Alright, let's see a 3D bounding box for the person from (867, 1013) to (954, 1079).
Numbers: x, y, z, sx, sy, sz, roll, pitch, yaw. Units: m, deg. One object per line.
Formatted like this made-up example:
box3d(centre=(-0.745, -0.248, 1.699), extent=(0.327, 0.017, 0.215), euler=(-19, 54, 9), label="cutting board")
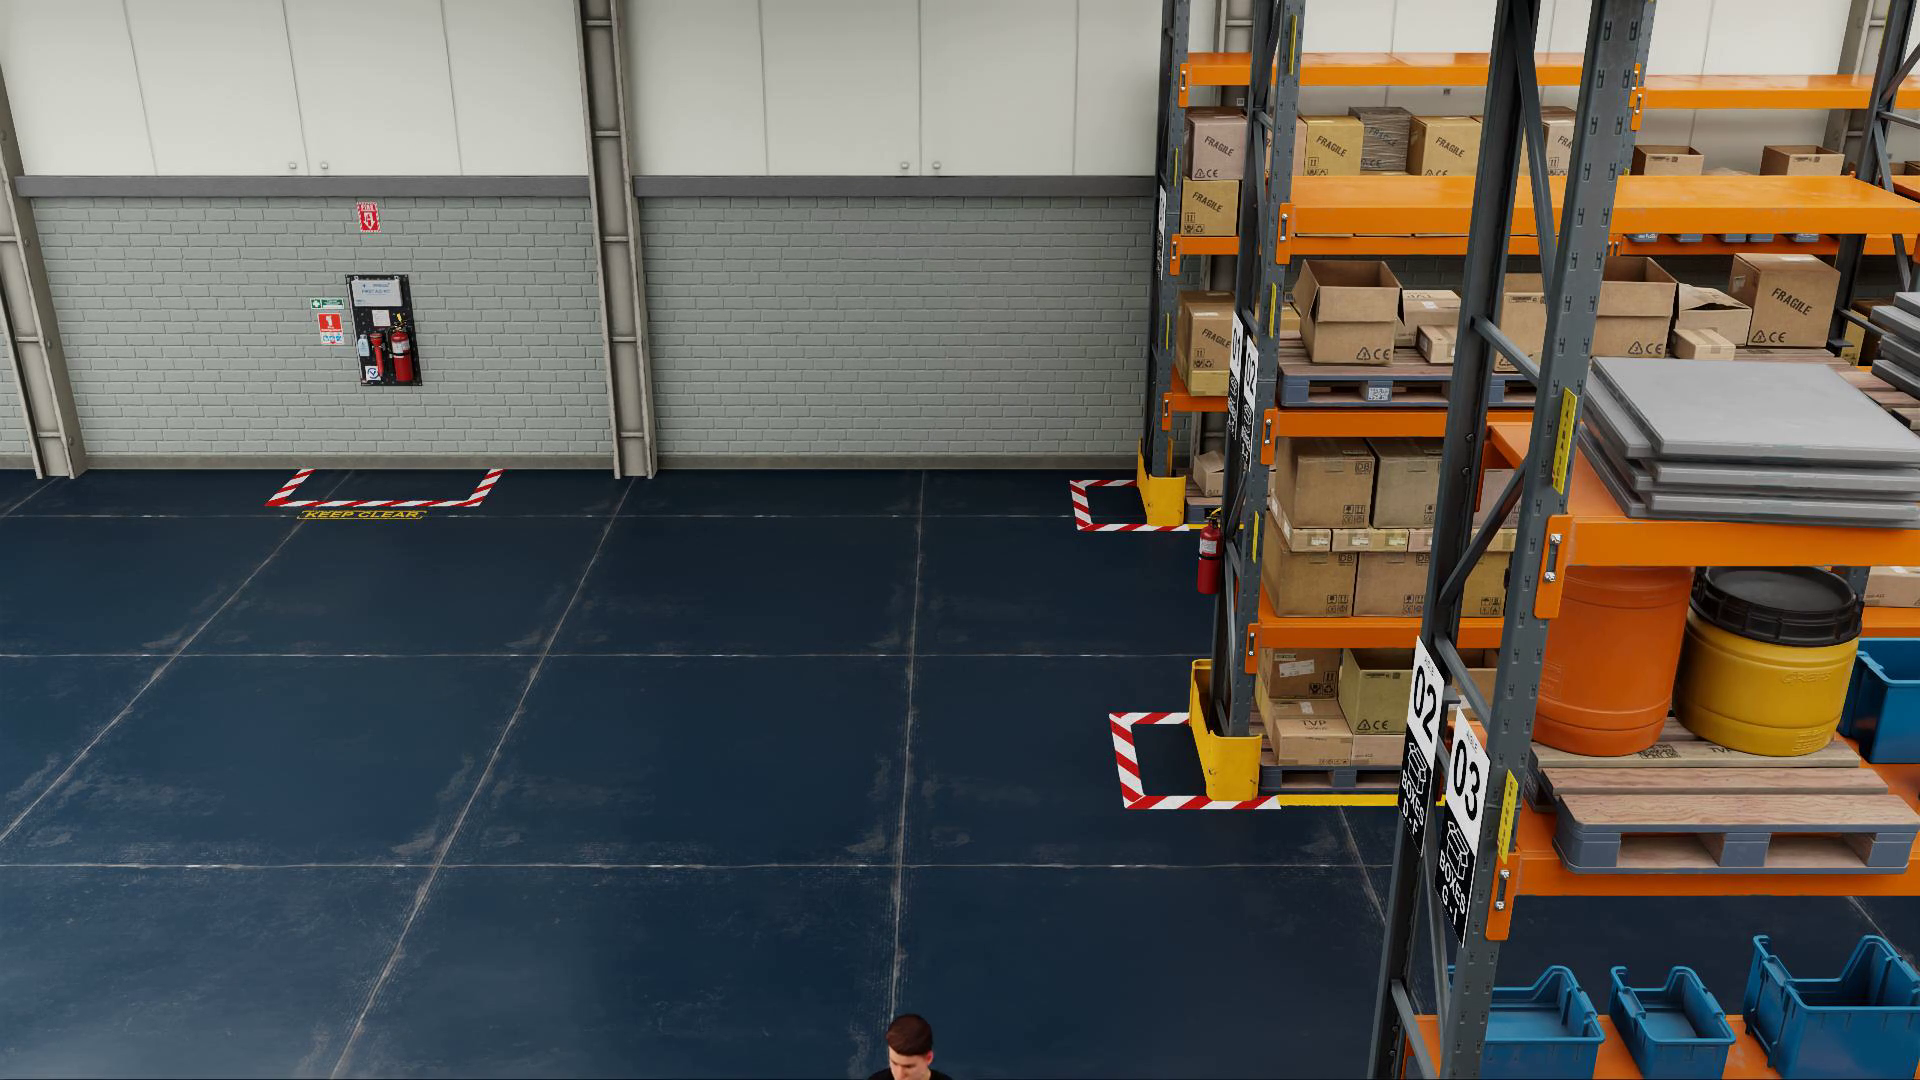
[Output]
box3d(centre=(-0.125, 2.728, 6.979), extent=(1.133, 1.839, 0.860), euler=(5, 23, 11), label="person")
